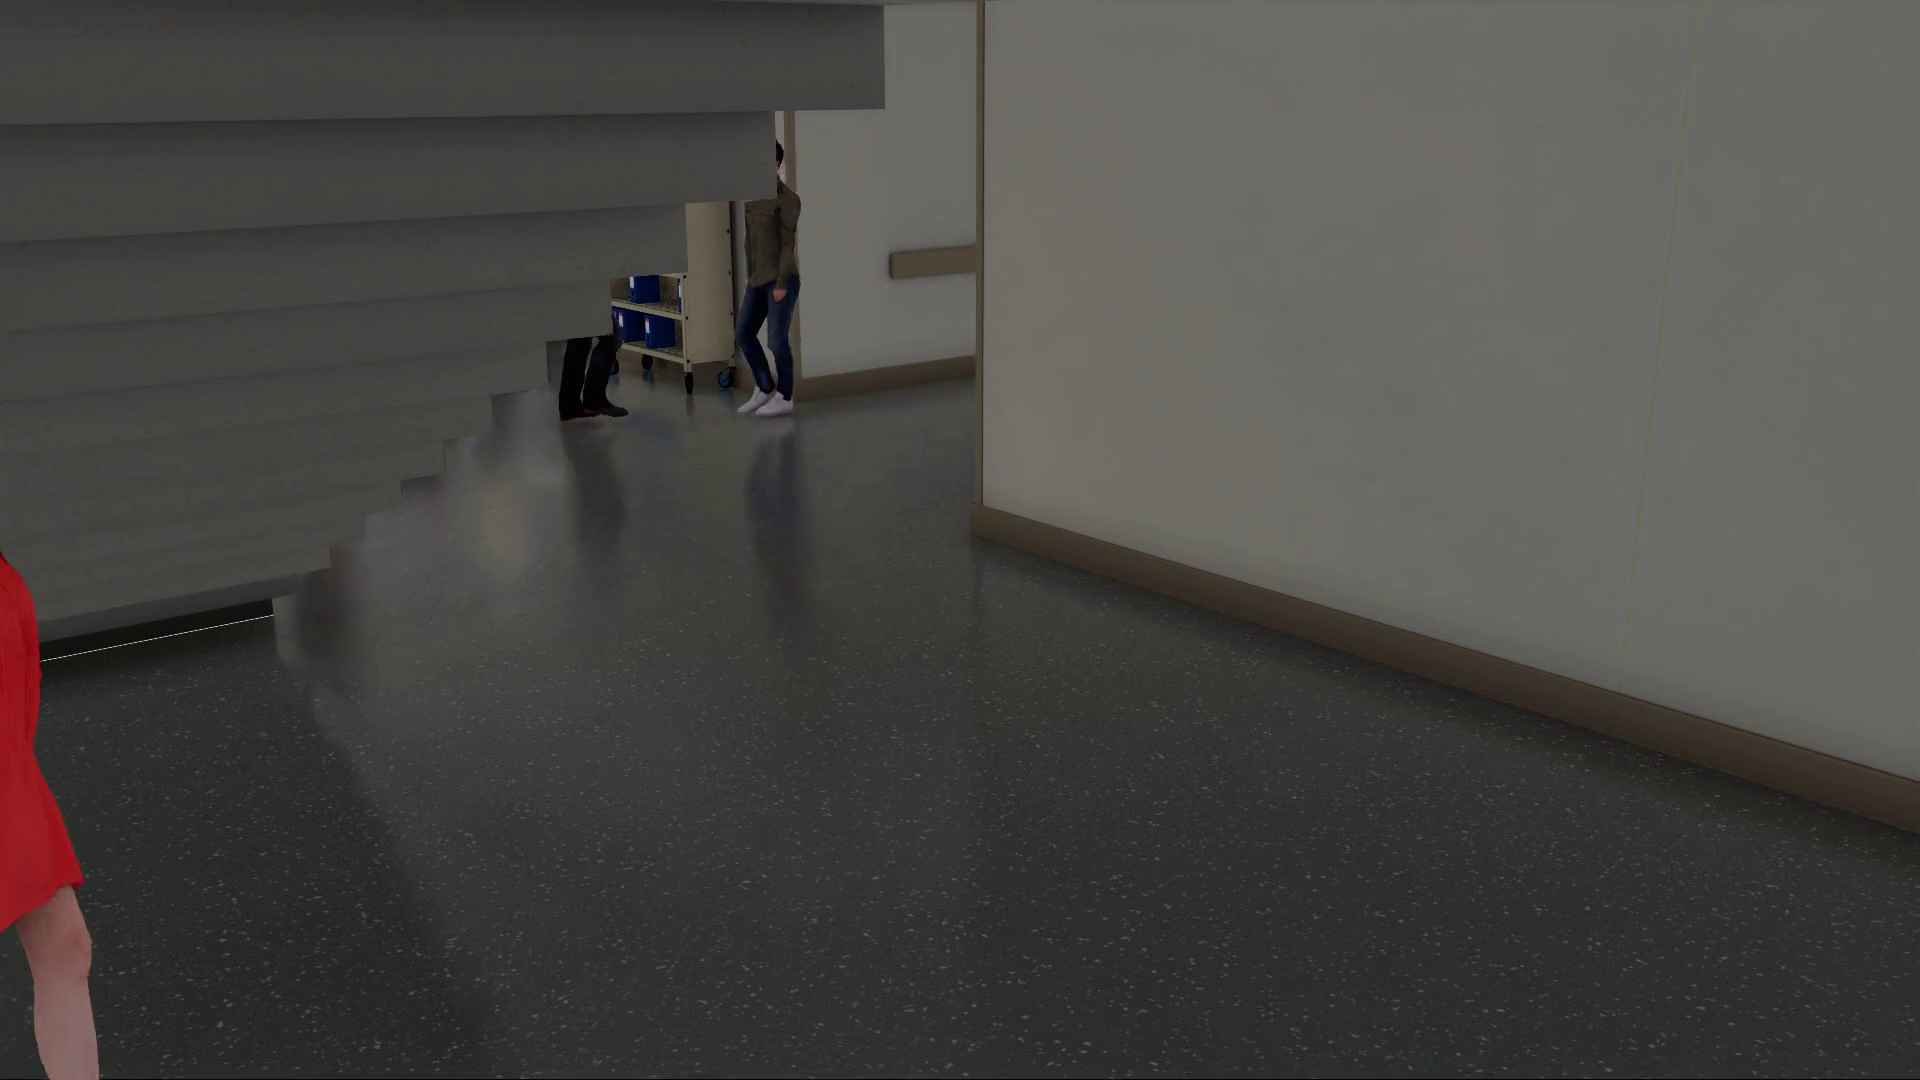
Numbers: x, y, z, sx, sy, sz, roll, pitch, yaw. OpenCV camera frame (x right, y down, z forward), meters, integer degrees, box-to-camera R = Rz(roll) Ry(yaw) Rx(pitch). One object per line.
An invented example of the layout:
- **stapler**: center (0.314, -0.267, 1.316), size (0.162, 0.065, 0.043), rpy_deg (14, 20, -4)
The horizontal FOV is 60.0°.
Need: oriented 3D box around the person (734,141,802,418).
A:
- **person**: center (-1.175, -1.735, 11.125), size (0.795, 1.844, 0.580), rpy_deg (-14, 21, -40)
